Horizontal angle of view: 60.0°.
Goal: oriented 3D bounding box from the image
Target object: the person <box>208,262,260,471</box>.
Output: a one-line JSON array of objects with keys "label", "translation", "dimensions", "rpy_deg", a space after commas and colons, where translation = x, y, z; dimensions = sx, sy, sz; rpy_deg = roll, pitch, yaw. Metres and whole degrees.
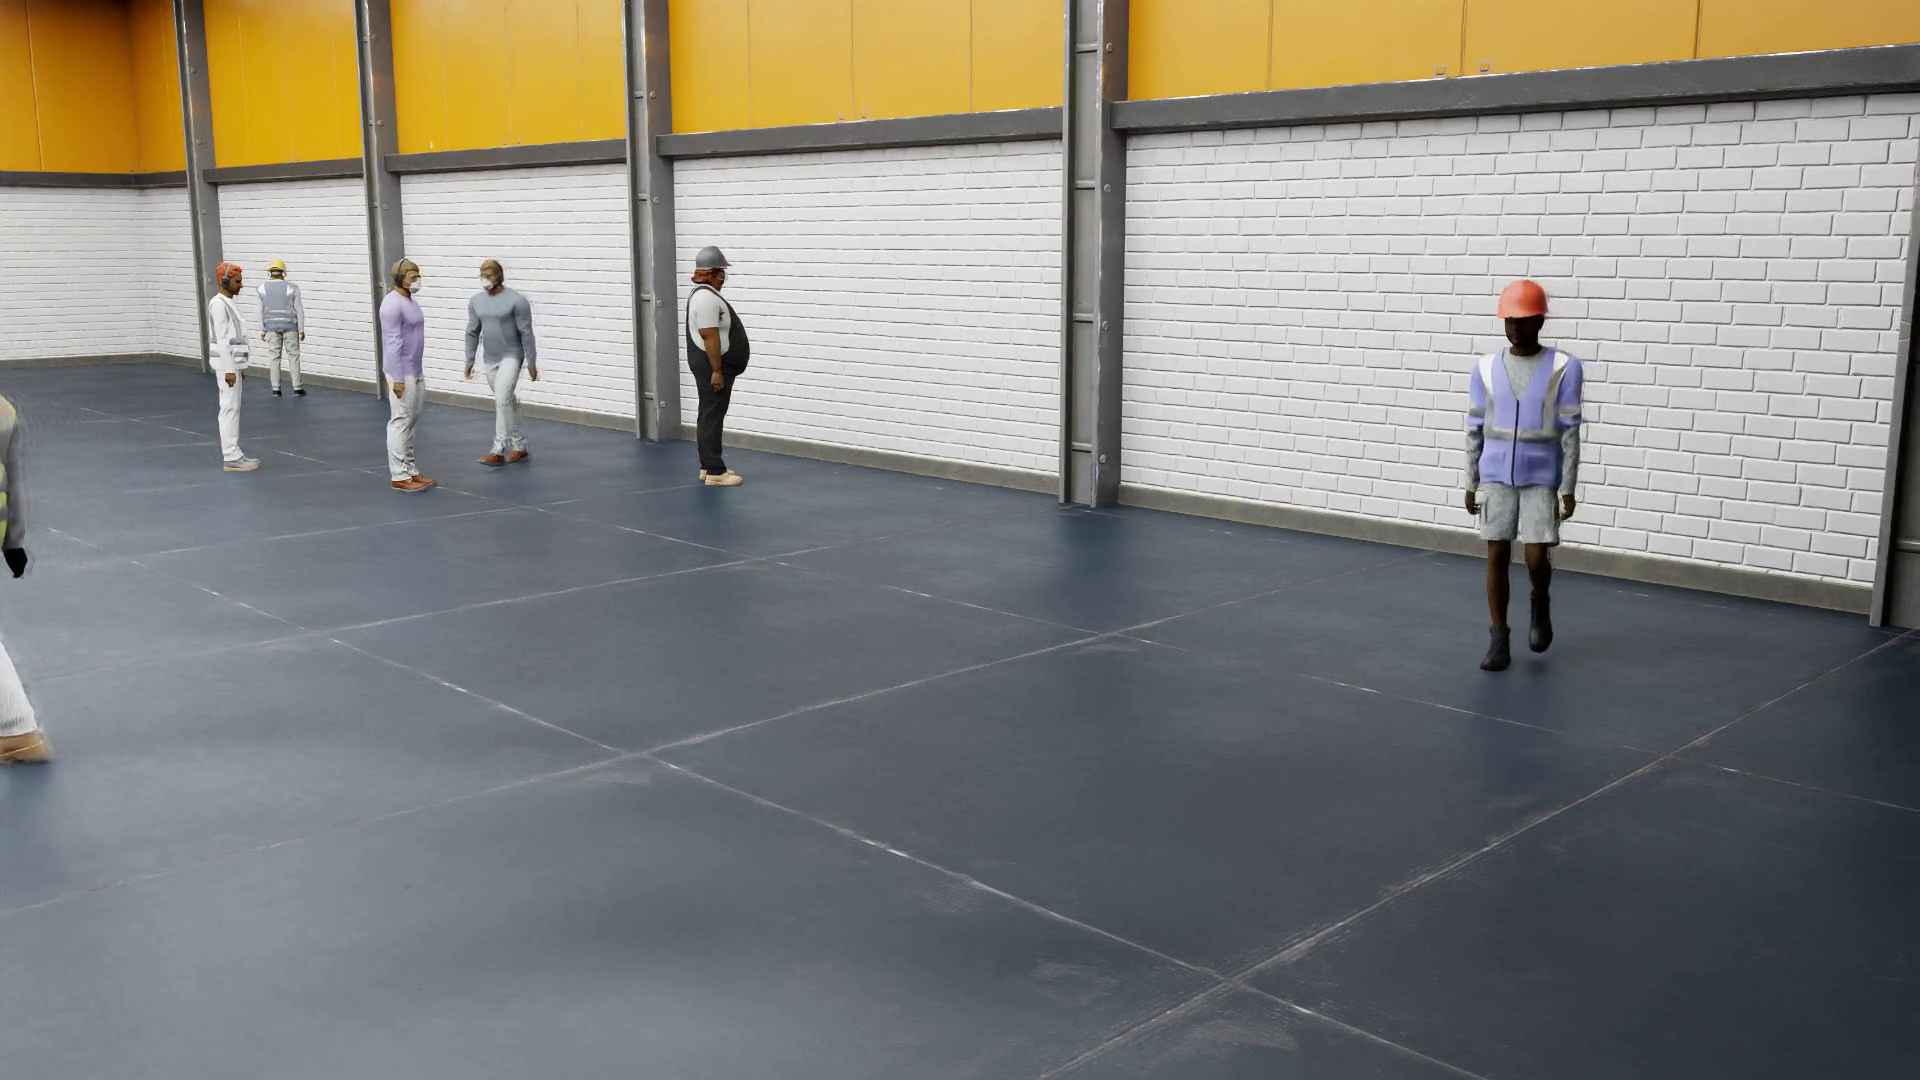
[{"label": "person", "translation": [-6.634, -1.575, 15.152], "dimensions": [0.355, 1.887, 0.573], "rpy_deg": [-3, 11, -17]}]

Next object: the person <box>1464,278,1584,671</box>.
[{"label": "person", "translation": [2.756, -0.315, 8.176], "dimensions": [0.558, 1.923, 0.513], "rpy_deg": [7, 12, 32]}]

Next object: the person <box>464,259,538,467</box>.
[{"label": "person", "translation": [-4.289, -1.614, 15.309], "dimensions": [0.637, 1.897, 0.934], "rpy_deg": [5, 11, 25]}]

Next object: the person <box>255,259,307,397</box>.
[{"label": "person", "translation": [-8.969, -2.802, 22.015], "dimensions": [0.586, 1.825, 0.403], "rpy_deg": [-2, 11, -10]}]

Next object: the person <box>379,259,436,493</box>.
[{"label": "person", "translation": [-4.632, -1.372, 13.907], "dimensions": [0.351, 1.936, 0.634], "rpy_deg": [0, 10, -2]}]

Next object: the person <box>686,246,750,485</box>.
[{"label": "person", "translation": [-2.078, -1.502, 14.333], "dimensions": [0.537, 2.000, 0.684], "rpy_deg": [-3, 11, -15]}]

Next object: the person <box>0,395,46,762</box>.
[{"label": "person", "translation": [-4.142, 0.009, 6.784], "dimensions": [0.959, 1.795, 0.631], "rpy_deg": [3, 11, 15]}]
